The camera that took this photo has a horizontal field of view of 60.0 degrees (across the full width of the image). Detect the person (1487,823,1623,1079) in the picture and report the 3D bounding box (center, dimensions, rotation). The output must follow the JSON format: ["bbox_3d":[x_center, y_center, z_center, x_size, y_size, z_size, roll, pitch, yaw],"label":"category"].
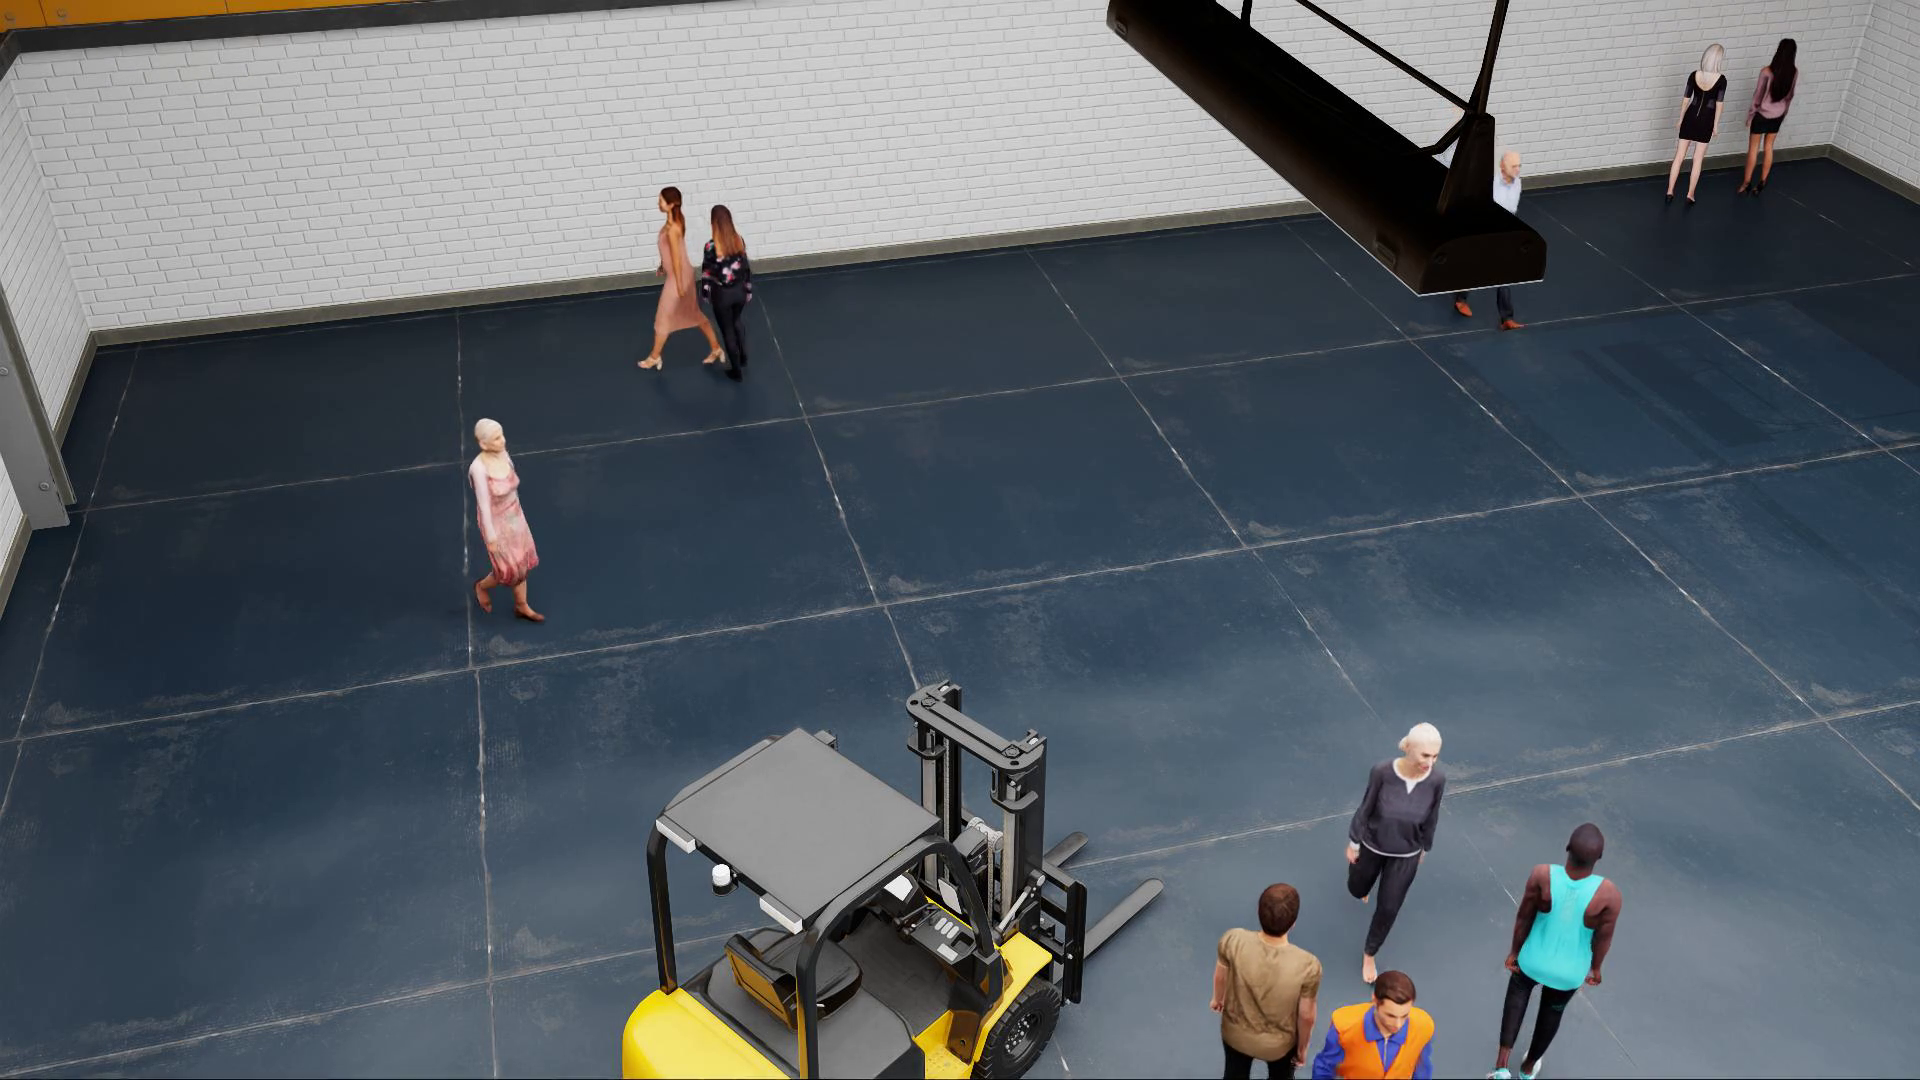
[{"bbox_3d":[2.979,2.196,8.400,0.832,1.799,0.893,17,37,24],"label":"person"}]

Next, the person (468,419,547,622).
[{"bbox_3d":[-3.371,-0.122,11.994,0.864,1.681,0.831,10,35,15],"label":"person"}]

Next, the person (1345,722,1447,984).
[{"bbox_3d":[2.397,1.643,9.320,0.870,1.703,1.044,7,34,10],"label":"person"}]

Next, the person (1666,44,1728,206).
[{"bbox_3d":[8.296,-4.674,18.709,0.636,1.830,0.717,21,39,28],"label":"person"}]

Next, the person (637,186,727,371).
[{"bbox_3d":[-2.497,-2.381,15.292,0.843,1.792,1.046,0,34,0],"label":"person"}]

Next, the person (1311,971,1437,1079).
[{"bbox_3d":[1.869,2.560,7.812,0.719,1.844,0.738,-5,34,-7],"label":"person"}]

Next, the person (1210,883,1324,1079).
[{"bbox_3d":[1.426,2.409,8.037,0.811,1.847,0.846,12,36,18],"label":"person"}]

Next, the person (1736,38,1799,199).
[{"bbox_3d":[9.182,-4.791,18.901,0.662,1.811,0.583,-3,34,-4],"label":"person"}]

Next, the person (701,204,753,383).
[{"bbox_3d":[-2.065,-2.210,15.146,0.684,1.669,0.709,-26,41,-33],"label":"person"}]

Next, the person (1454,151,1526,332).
[{"bbox_3d":[5.111,-2.943,16.185,0.652,1.740,1.181,-9,35,-13],"label":"person"}]
